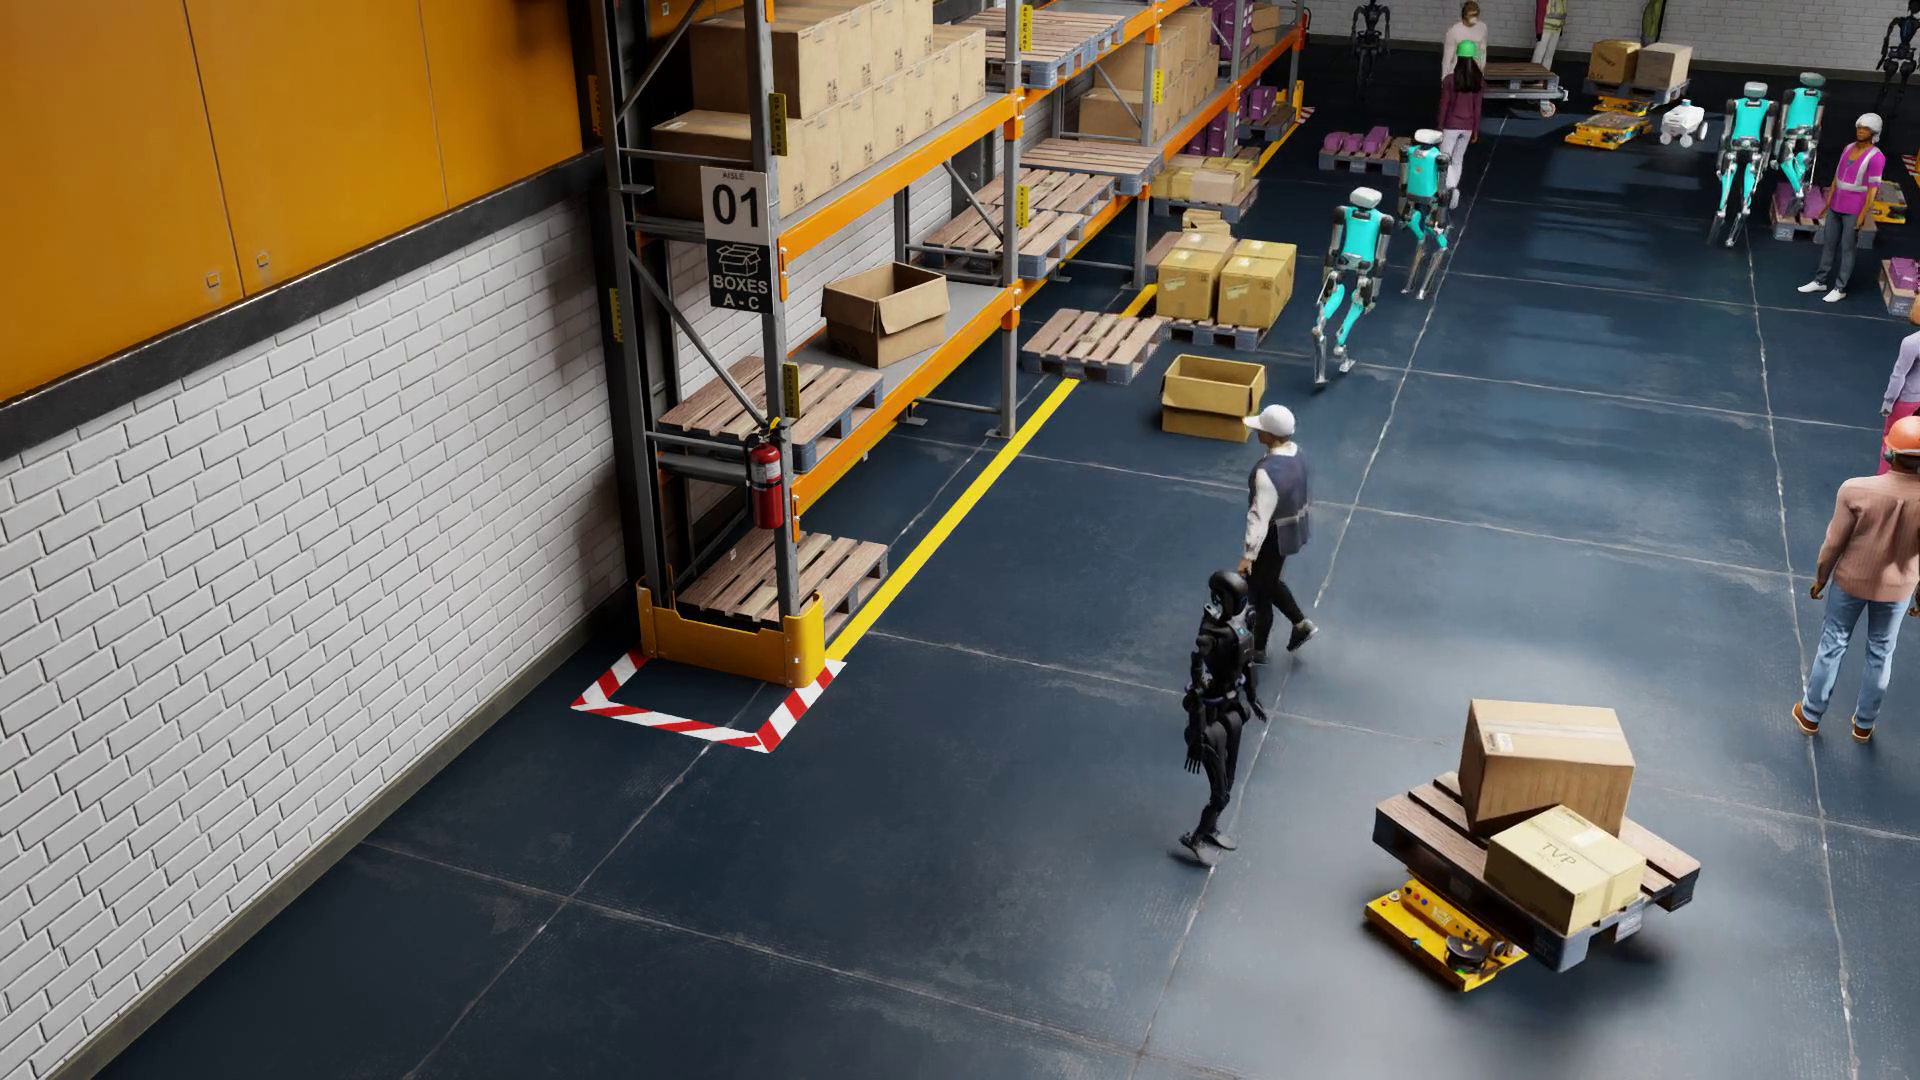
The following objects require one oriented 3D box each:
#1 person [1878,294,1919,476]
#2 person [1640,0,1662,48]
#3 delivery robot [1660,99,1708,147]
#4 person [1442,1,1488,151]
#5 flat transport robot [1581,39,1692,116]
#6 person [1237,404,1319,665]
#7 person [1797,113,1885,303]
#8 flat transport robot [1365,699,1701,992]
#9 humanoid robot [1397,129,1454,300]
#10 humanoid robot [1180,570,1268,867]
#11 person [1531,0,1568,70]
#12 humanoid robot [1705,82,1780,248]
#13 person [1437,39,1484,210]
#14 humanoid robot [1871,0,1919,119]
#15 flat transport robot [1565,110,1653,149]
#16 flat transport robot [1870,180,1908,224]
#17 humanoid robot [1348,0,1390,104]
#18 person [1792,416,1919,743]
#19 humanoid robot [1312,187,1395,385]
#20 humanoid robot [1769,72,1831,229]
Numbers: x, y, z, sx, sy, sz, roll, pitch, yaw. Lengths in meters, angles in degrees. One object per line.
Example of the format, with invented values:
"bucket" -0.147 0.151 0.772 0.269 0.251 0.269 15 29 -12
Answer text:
"person" 7.019 -1.046 12.295 0.499 1.628 0.290 -11 29 -21
"person" 10.292 -7.542 24.889 0.288 1.631 0.497 5 28 10
"delivery robot" 9.711 -5.596 22.313 0.524 0.614 0.785 21 34 35
"person" 6.549 -6.120 21.837 0.640 1.911 0.683 -11 29 -20
"flat transport robot" 9.796 -6.394 24.153 0.659 0.231 1.431 20 34 34
"person" 1.907 -0.004 10.142 0.497 1.746 0.752 13 30 24
"person" 8.732 -3.274 16.381 0.337 1.845 0.514 -9 29 -17
"flat transport robot" 2.793 1.754 8.348 1.431 0.231 0.659 -16 31 -28
"humanoid robot" 4.630 -3.186 16.360 0.809 1.794 0.536 -25 36 -39
"humanoid robot" 1.341 0.883 8.498 0.320 1.655 0.613 22 34 36
"person" 8.810 -7.638 24.865 0.629 1.834 0.431 -20 33 -34
"humanoid robot" 8.362 -3.925 17.799 0.541 1.833 0.670 9 29 17
"person" 5.769 -4.762 19.191 0.508 1.925 0.707 -1 27 -2
"humanoid robot" 13.148 -6.716 23.250 0.616 1.632 0.581 23 35 37
"flat transport robot" 8.807 -5.556 22.528 0.659 0.231 1.431 21 34 35
"flat transport robot" 10.667 -3.998 19.505 0.659 0.231 1.431 10 29 19
"humanoid robot" 5.974 -7.187 24.167 0.599 1.641 0.589 1 27 2
"person" 5.167 0.234 9.416 0.623 1.992 0.387 9 29 16
"humanoid robot" 3.285 -2.086 14.243 0.556 1.759 1.043 16 31 28
"humanoid robot" 9.263 -4.144 18.248 0.569 1.825 0.778 -4 27 -7
